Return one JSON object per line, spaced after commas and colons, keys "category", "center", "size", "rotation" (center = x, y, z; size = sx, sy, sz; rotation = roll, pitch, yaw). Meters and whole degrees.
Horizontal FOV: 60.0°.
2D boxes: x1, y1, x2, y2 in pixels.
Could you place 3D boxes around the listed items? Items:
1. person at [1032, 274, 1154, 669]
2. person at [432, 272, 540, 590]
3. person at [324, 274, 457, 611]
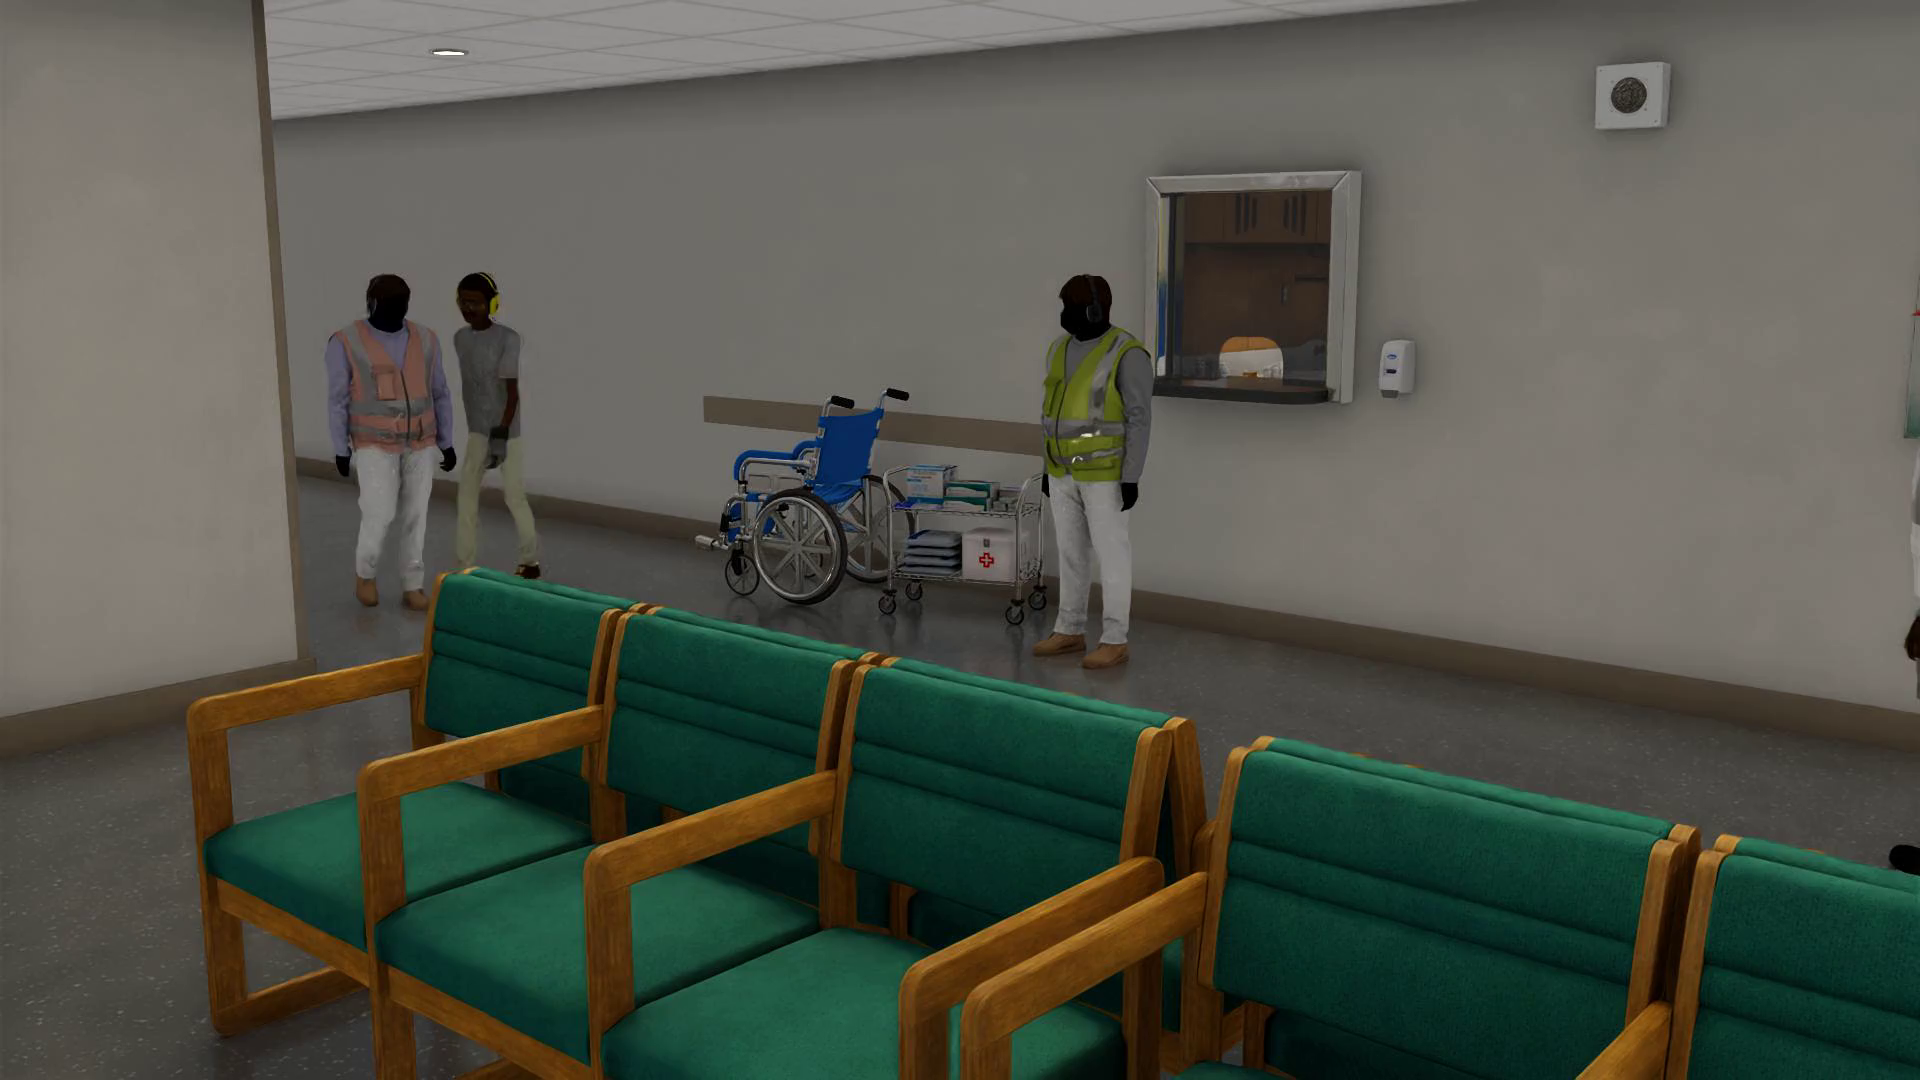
{"category": "person", "center": [0.600, -0.320, 7.812], "size": [0.428, 1.838, 0.634], "rotation": [-8, 13, -40]}
{"category": "person", "center": [-2.671, -0.579, 9.341], "size": [0.508, 1.815, 0.875], "rotation": [4, 11, 22]}
{"category": "person", "center": [-3.045, -0.512, 8.960], "size": [0.634, 1.823, 0.430], "rotation": [-9, 13, -42]}
